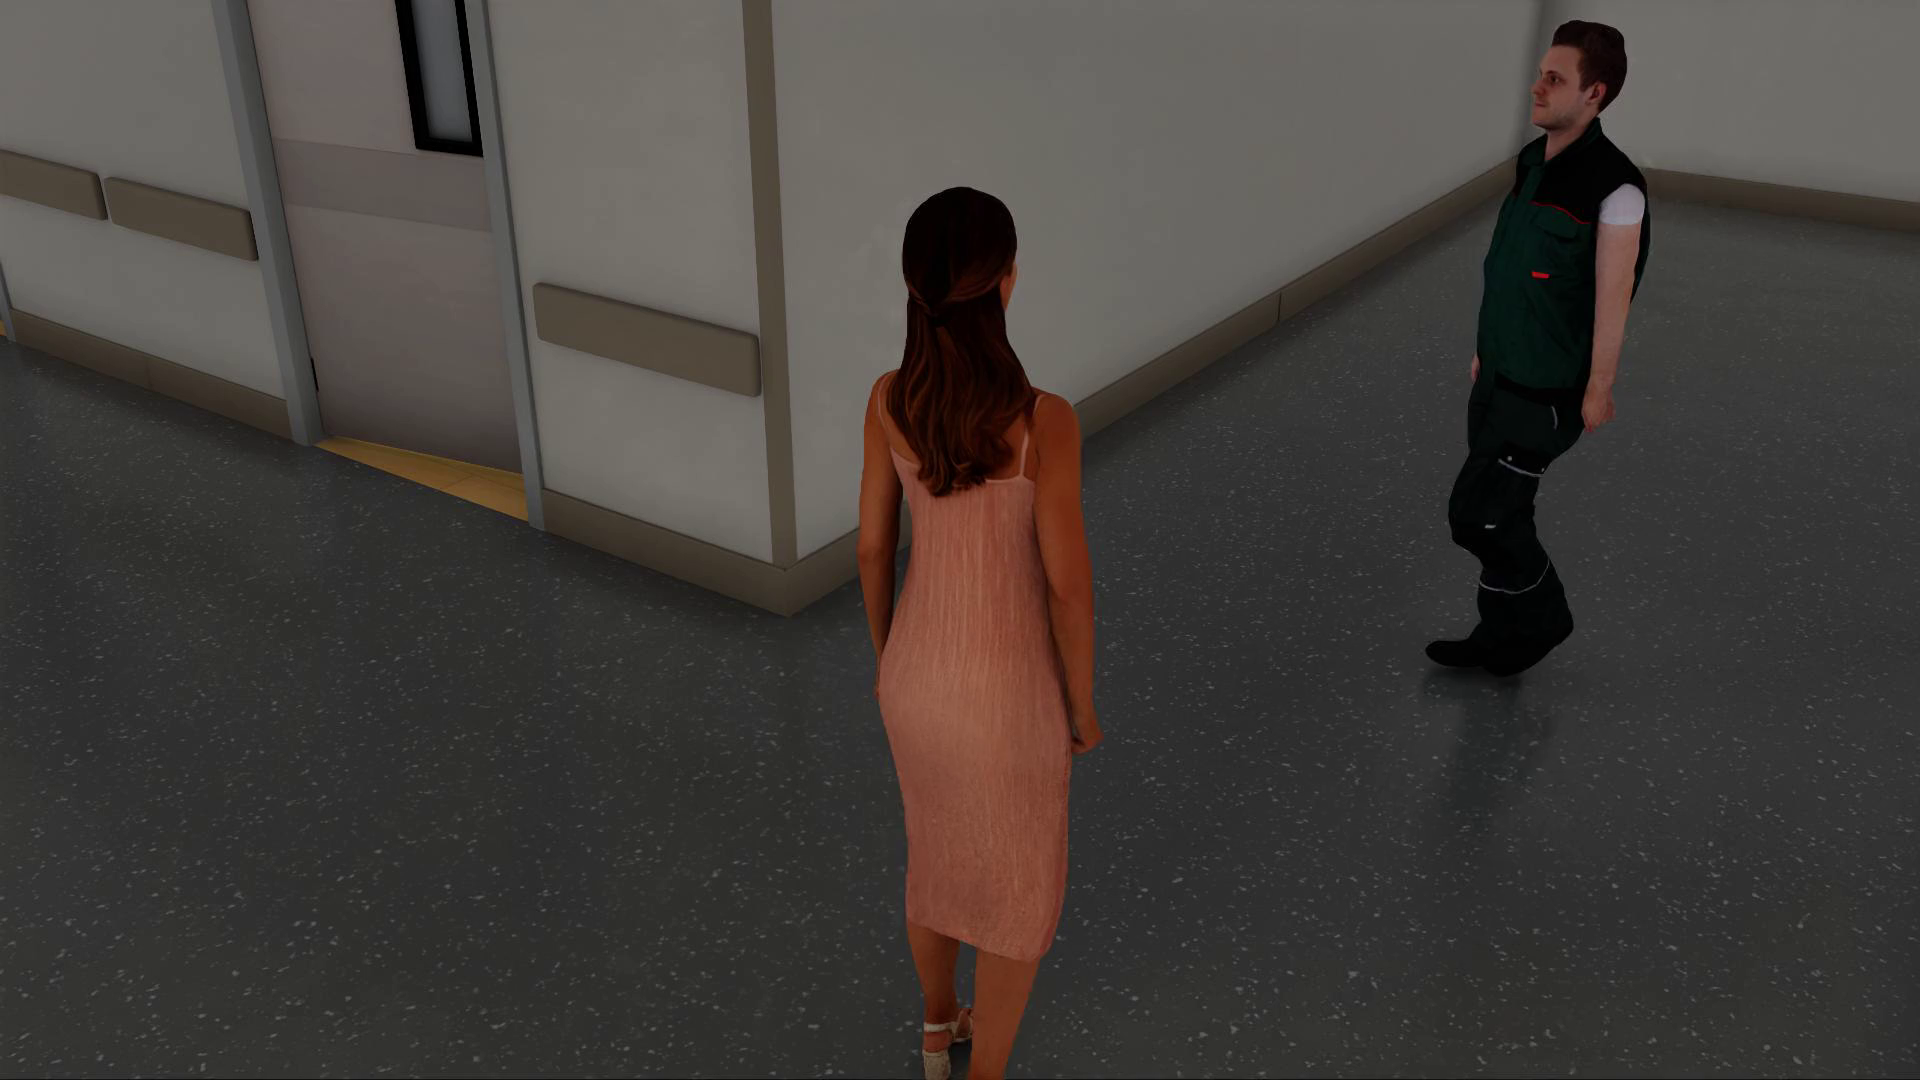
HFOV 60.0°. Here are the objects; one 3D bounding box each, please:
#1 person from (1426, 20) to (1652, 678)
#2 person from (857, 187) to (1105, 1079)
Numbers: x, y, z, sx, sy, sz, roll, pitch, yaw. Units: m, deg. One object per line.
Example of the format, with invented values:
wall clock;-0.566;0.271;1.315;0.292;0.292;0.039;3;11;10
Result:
person;1.625;-0.455;4.500;0.851;1.833;0.787;-3;26;-6
person;0.007;0.294;2.948;0.633;1.832;0.693;14;29;27
